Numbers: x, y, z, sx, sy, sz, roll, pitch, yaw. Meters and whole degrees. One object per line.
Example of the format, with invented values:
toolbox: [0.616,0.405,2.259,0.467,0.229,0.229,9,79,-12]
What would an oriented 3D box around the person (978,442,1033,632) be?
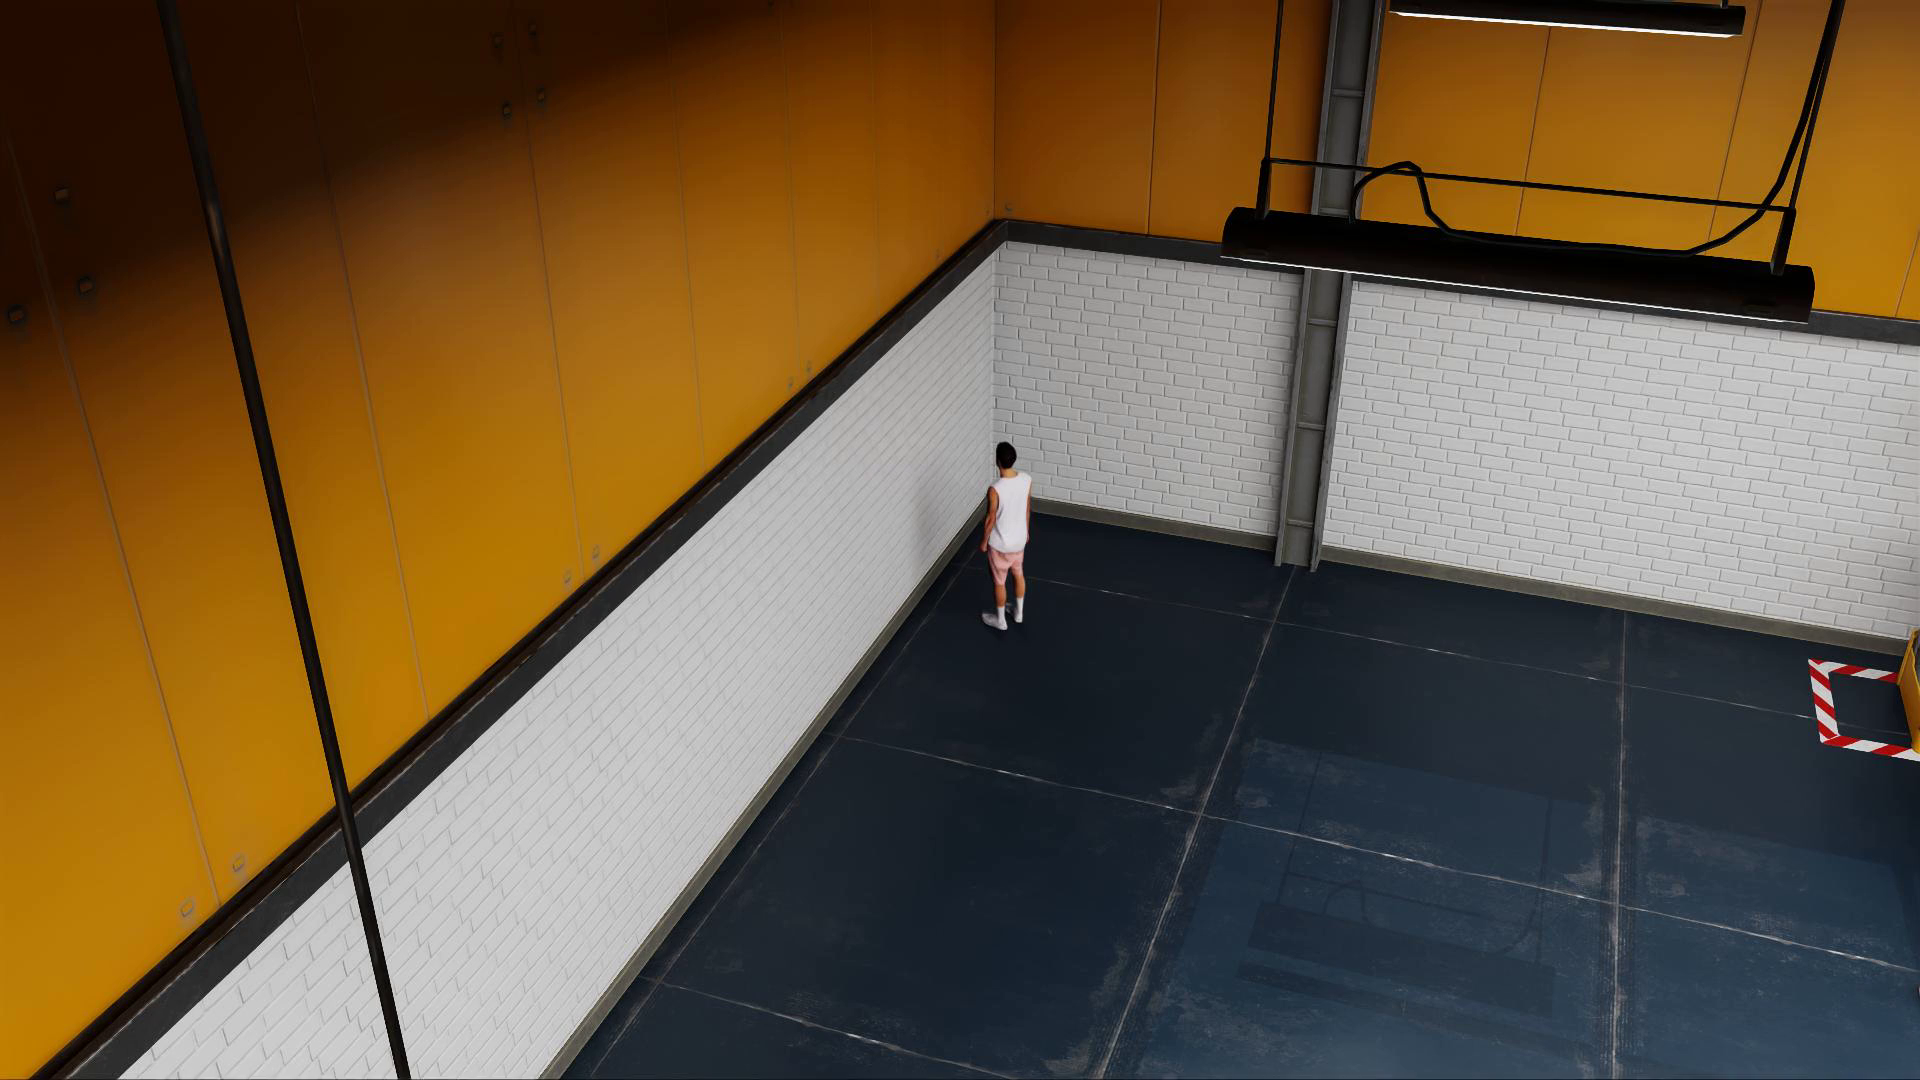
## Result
person: [0.419,-0.023,14.678,0.746,1.788,0.769,-20,34,-32]
